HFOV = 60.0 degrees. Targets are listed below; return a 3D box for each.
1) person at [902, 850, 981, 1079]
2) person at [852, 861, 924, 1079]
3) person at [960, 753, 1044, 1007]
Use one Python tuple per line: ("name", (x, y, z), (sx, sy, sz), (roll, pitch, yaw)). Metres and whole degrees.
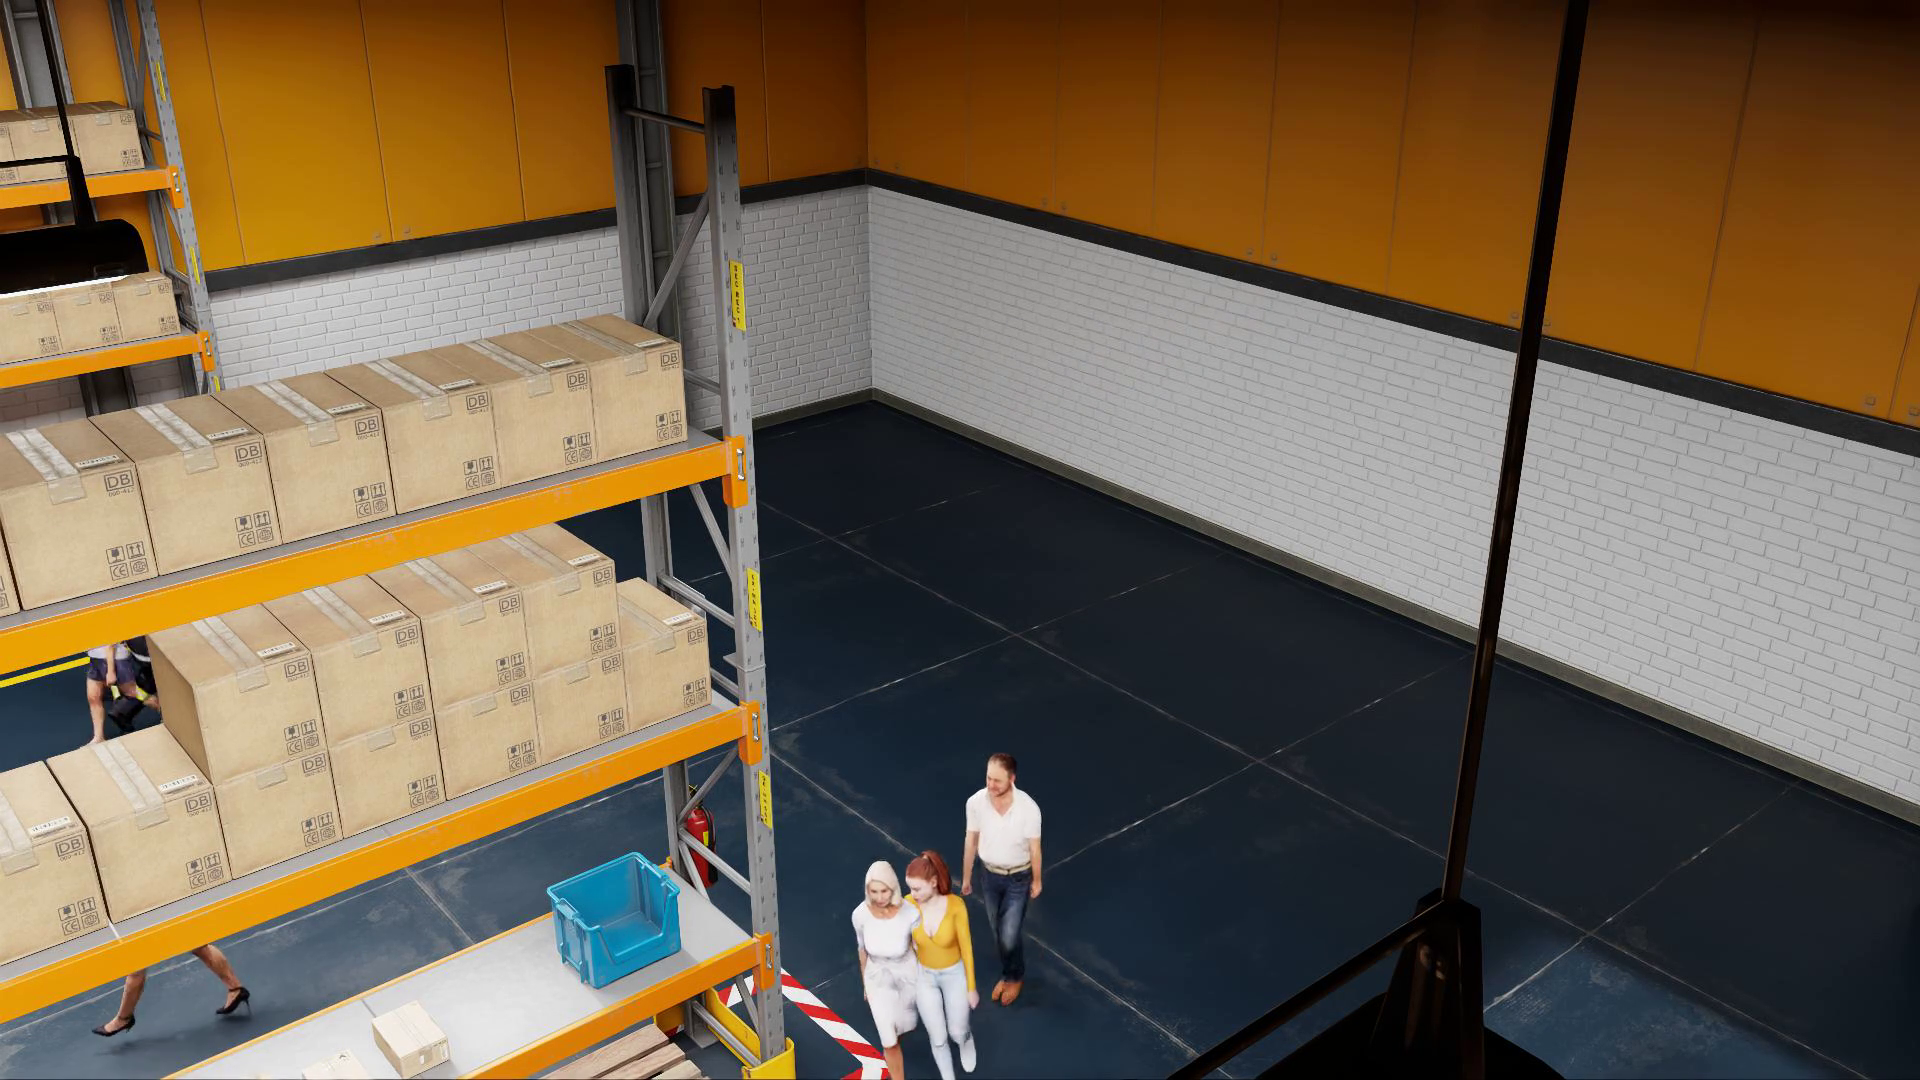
("person", (-0.115, 2.556, 9.822), (0.909, 1.733, 0.982), (2, 24, 5))
("person", (-0.391, 2.569, 9.811), (1.031, 1.718, 1.060), (0, 24, 0))
("person", (0.341, 2.116, 10.699), (0.751, 1.838, 0.759), (13, 27, 27))
